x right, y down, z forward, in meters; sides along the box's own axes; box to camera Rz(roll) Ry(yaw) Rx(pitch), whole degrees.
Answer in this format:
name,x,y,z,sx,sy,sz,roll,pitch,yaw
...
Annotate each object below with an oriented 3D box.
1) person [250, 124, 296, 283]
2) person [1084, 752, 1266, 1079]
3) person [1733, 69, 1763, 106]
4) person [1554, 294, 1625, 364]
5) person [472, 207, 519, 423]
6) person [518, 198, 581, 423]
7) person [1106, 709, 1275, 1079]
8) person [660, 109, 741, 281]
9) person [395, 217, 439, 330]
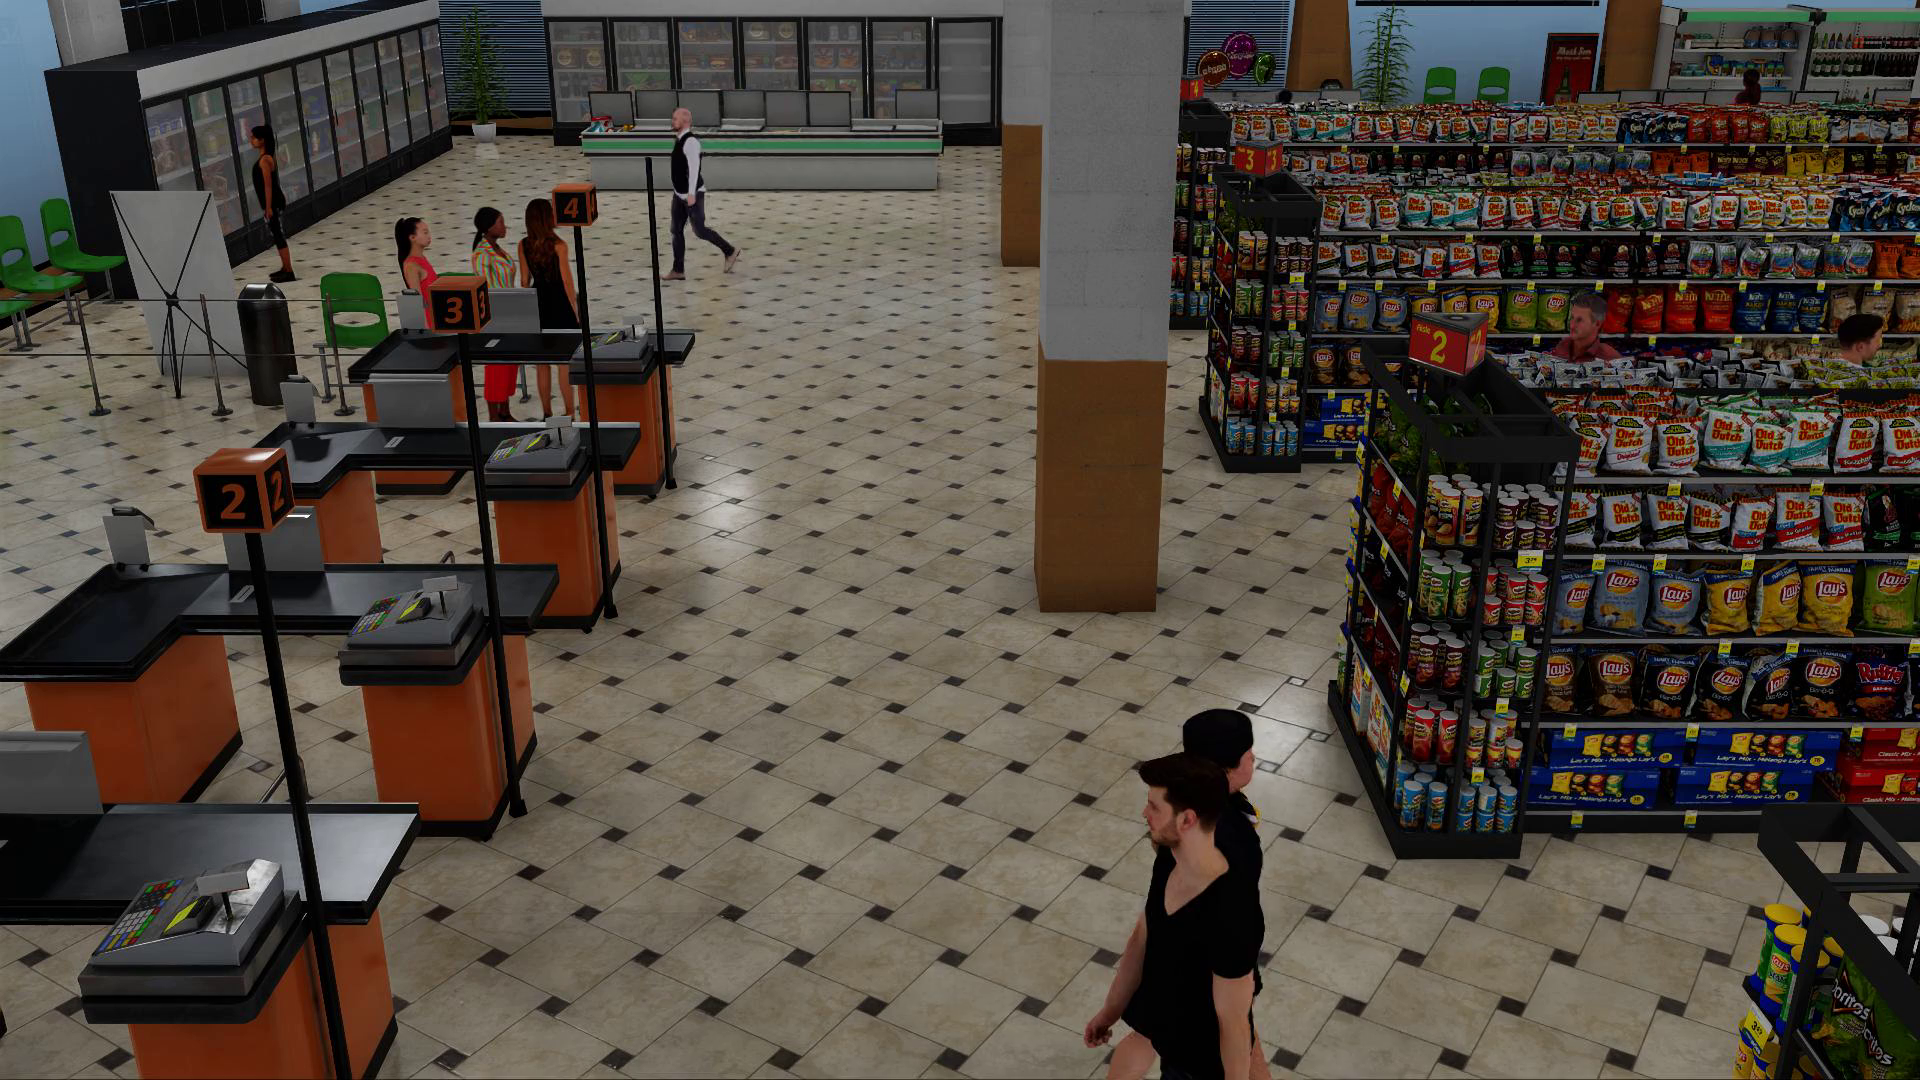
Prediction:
name,x,y,z,sx,sy,sz,roll,pitch,yaw
person,-7.354,-3.608,17.789,0.620,1.662,0.634,-8,23,-19
person,0.795,1.491,4.876,1.306,1.830,0.793,-4,22,-9
person,10.415,-5.391,22.145,0.584,1.724,0.683,-8,23,-18
person,3.816,-0.602,10.125,1.163,1.800,0.986,-11,24,-25
person,-3.556,-1.658,12.761,0.532,1.794,0.607,1,22,3
person,-3.166,-1.719,12.857,0.511,1.834,0.674,3,22,8
person,0.706,1.352,5.500,1.053,1.622,0.712,1,22,2
person,-2.806,-3.659,17.737,1.265,1.796,1.070,-12,25,-28
person,-4.097,-1.613,12.738,0.598,1.727,0.636,-3,22,-7
